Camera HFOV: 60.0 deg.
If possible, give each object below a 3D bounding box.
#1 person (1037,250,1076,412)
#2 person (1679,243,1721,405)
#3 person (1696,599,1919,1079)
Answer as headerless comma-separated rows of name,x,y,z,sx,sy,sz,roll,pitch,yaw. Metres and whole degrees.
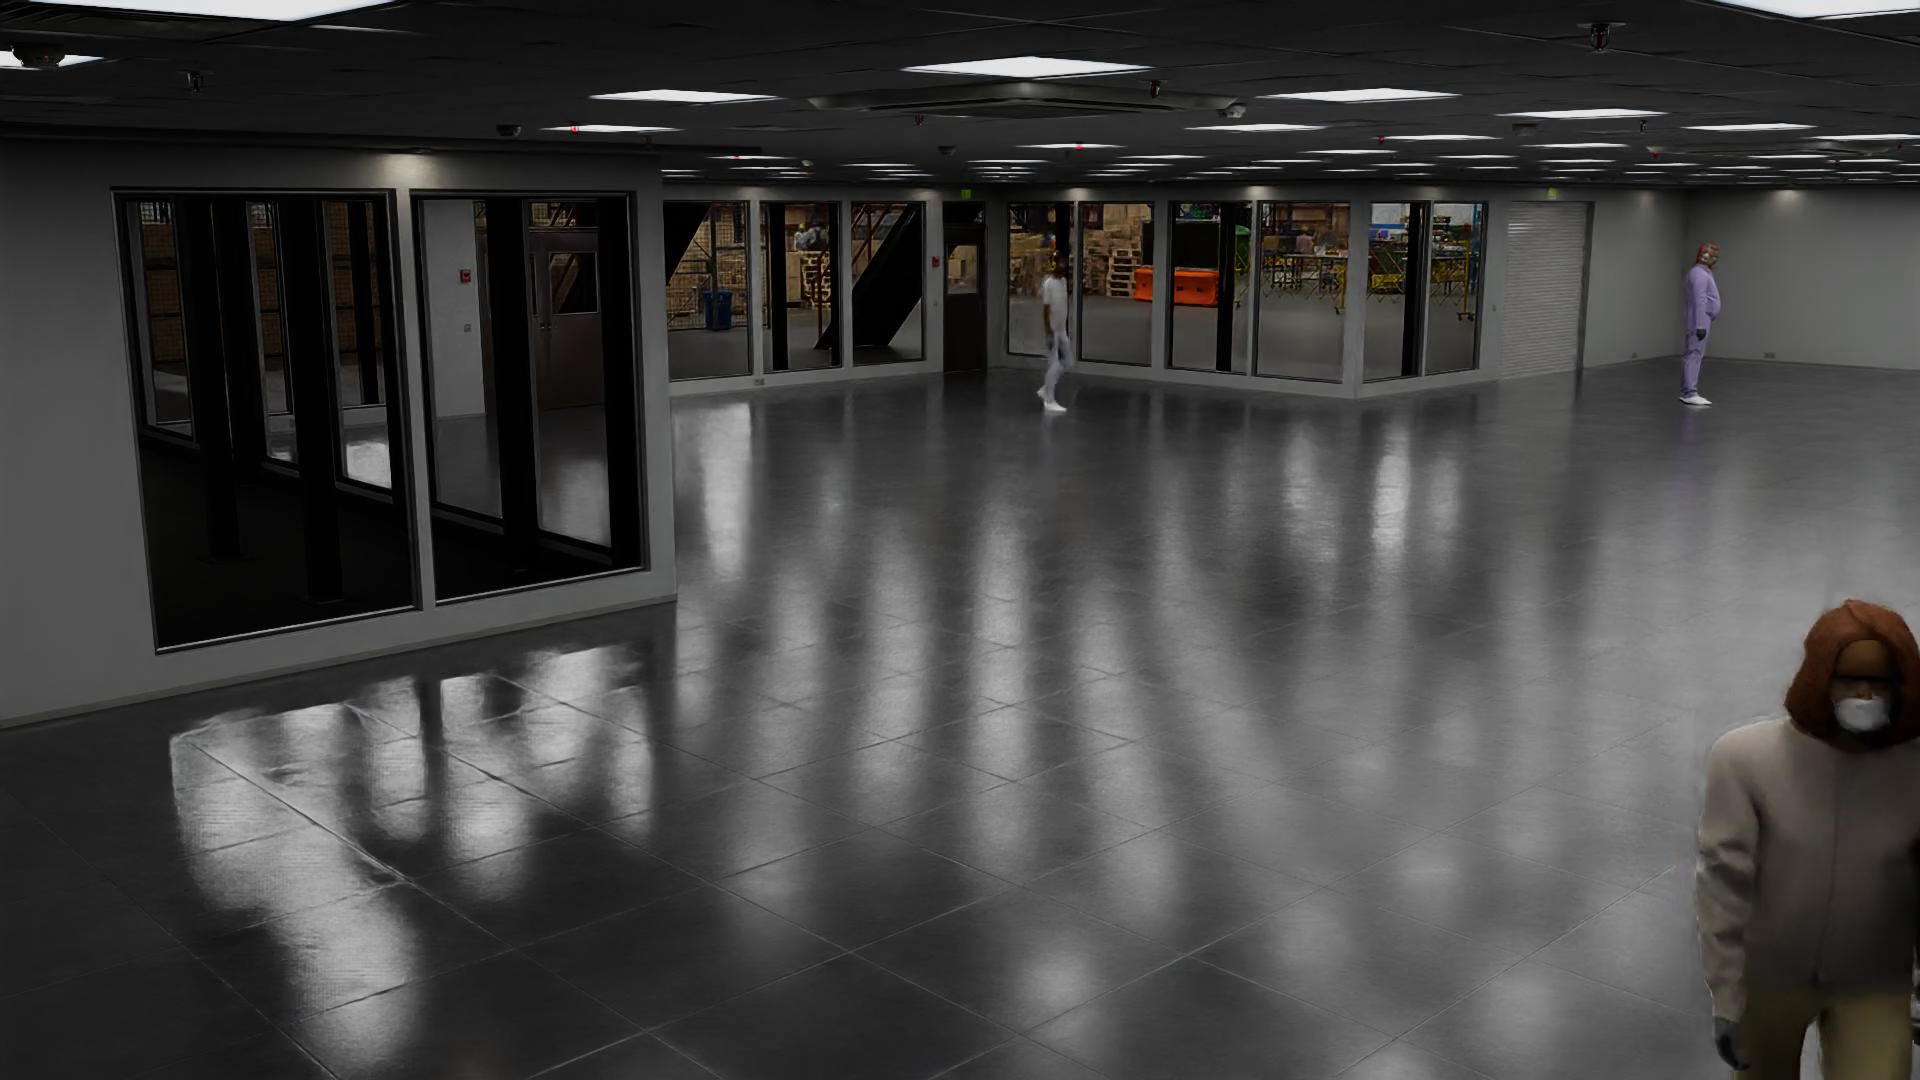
person,1.119,-2.390,19.076,0.397,1.854,0.546,7,13,31
person,8.847,-2.576,19.872,0.411,1.908,0.643,4,12,17
person,1.675,0.905,3.215,0.496,1.585,0.828,4,12,21
